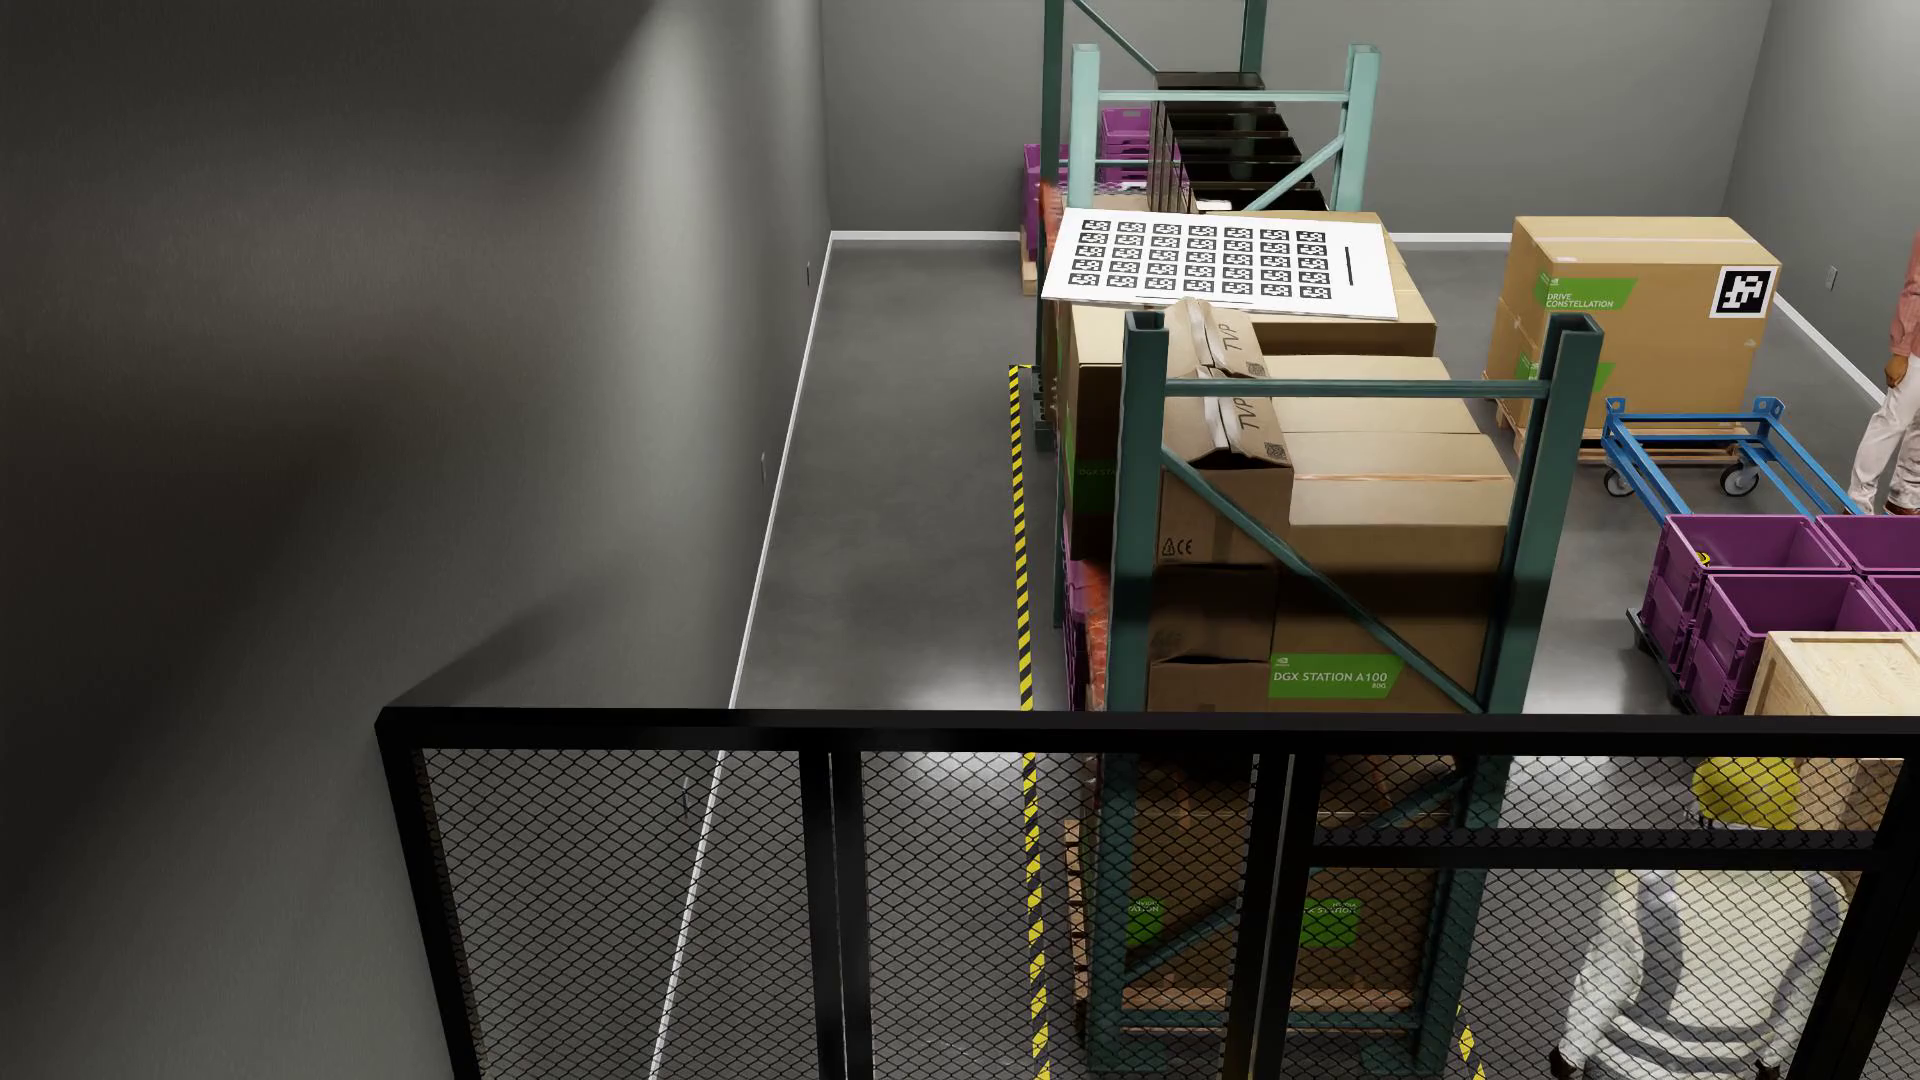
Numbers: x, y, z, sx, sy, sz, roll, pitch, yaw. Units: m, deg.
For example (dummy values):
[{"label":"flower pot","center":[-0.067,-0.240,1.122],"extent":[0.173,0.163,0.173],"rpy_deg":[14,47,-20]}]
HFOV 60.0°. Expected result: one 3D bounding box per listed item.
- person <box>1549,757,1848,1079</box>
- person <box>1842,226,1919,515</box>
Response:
[{"label":"person","center":[1.813,1.256,4.230],"extent":[0.600,1.830,0.404],"rpy_deg":[0,31,1]},{"label":"person","center":[4.541,-0.903,7.661],"extent":[0.609,1.995,0.375],"rpy_deg":[-9,32,-14]}]
